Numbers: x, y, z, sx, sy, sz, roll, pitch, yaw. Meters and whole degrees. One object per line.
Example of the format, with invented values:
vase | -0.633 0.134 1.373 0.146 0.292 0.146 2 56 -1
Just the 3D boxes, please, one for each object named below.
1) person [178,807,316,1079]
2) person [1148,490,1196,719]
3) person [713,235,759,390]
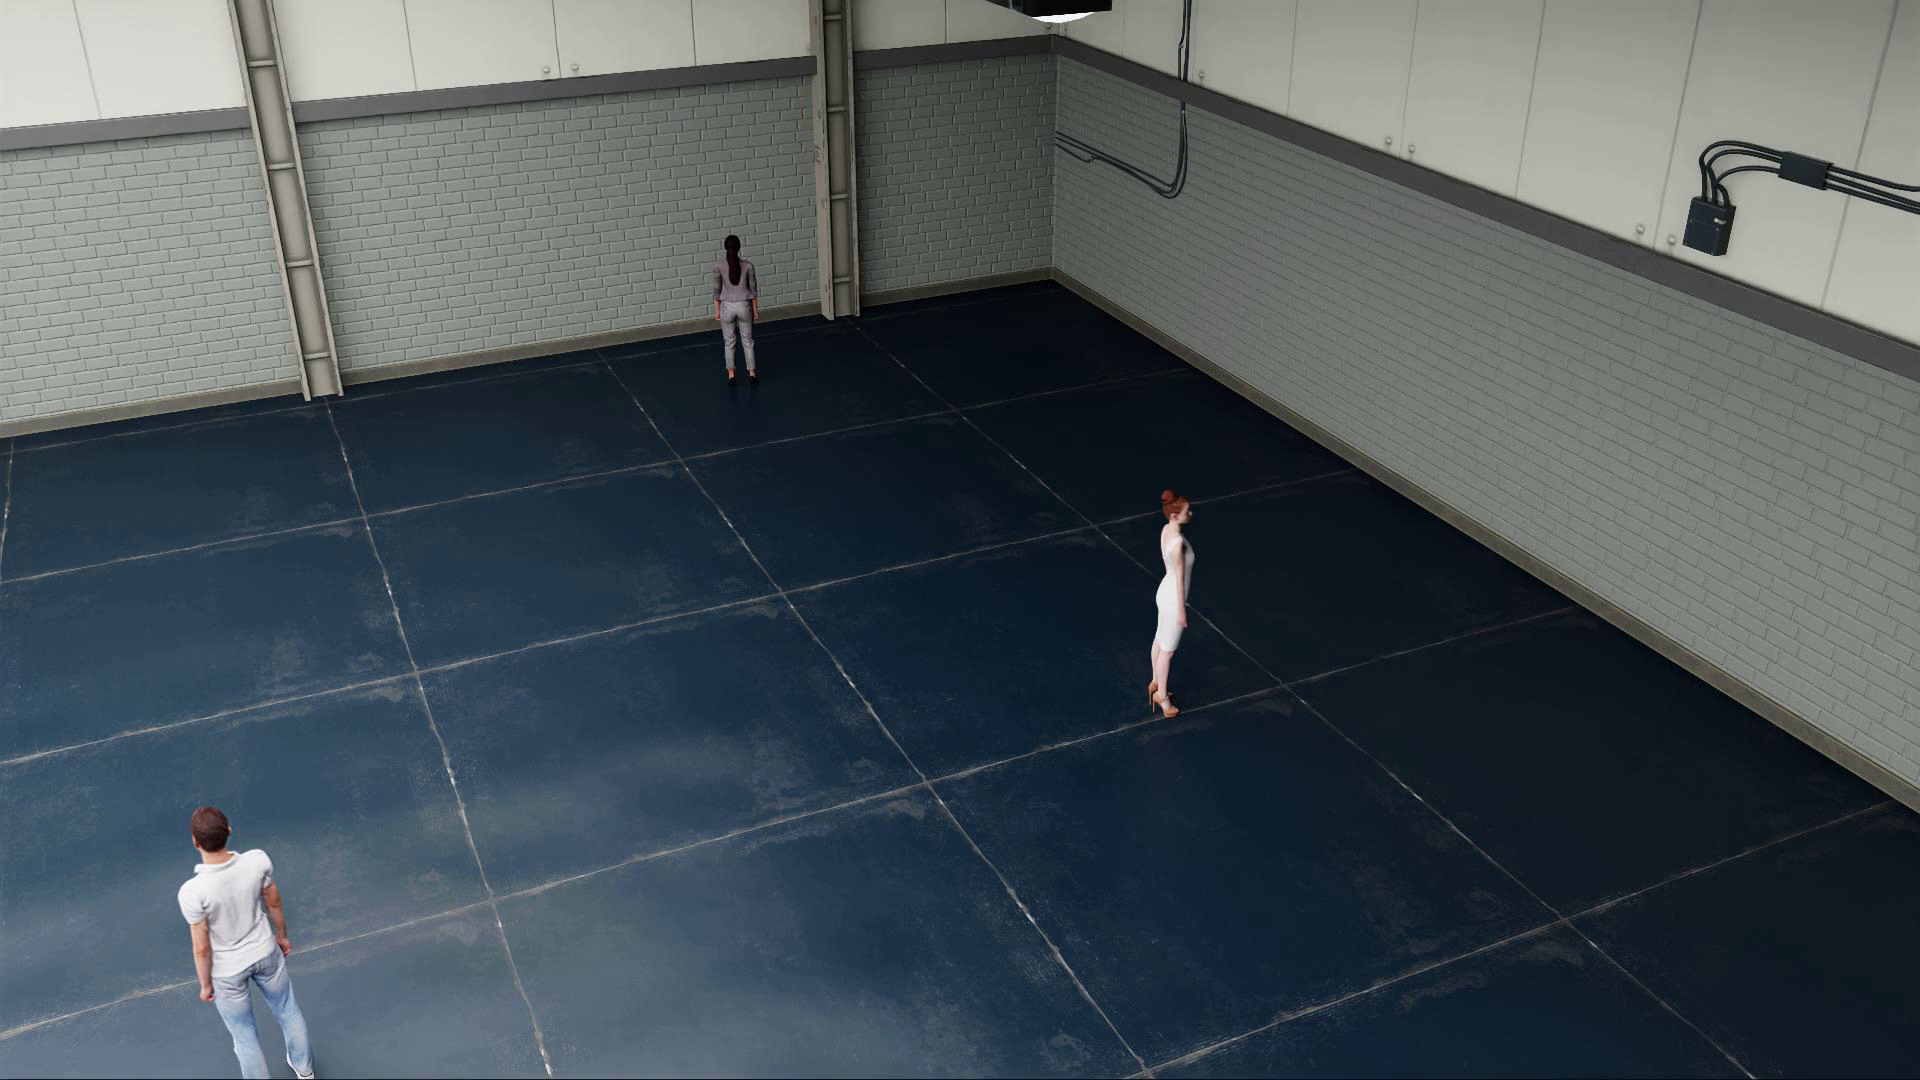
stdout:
person | -3.719 2.182 8.640 0.796 1.850 0.656 19 33 32
person | 1.524 0.456 12.056 0.596 1.791 0.627 -1 27 -3
person | -2.397 -2.442 17.810 0.614 1.677 0.750 -4 27 -7
